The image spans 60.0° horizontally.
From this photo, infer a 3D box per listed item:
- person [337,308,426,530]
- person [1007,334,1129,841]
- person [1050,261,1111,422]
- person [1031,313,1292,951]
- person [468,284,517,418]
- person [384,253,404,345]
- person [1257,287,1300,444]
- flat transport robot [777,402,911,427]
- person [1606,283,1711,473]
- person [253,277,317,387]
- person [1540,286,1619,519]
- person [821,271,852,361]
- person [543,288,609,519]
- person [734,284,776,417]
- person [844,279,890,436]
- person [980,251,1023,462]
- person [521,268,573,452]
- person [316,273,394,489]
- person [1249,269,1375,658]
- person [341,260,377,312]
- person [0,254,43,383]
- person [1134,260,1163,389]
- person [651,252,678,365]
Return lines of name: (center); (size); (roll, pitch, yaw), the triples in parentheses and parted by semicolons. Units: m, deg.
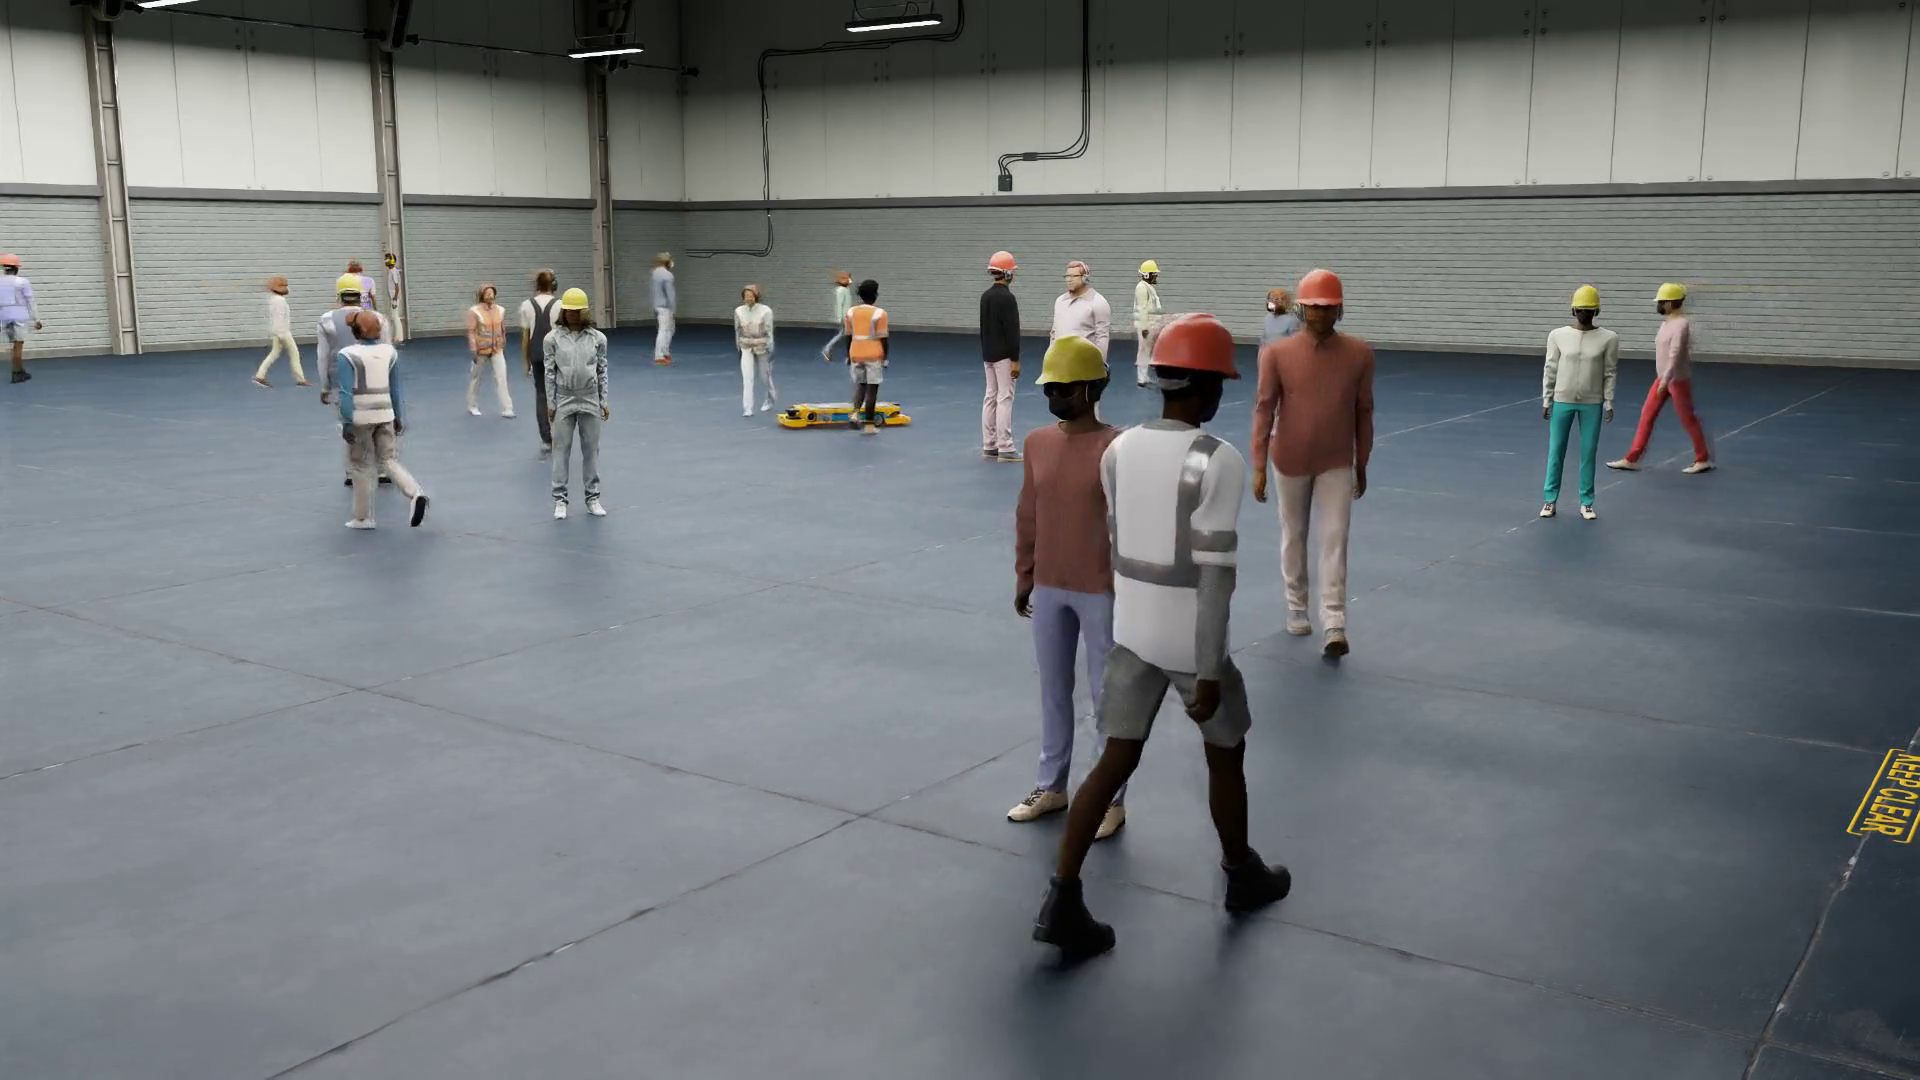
person: (-4.196, -0.856, 11.968); (0.643, 1.619, 0.521); (6, 12, 31)
person: (0.400, 0.169, 5.816); (0.533, 1.767, 0.326); (8, 13, 39)
person: (1.083, -1.638, 15.542); (0.641, 1.908, 0.407); (9, 13, 41)
person: (0.602, 0.273, 4.930); (1.024, 1.882, 0.556); (-9, 13, -40)
person: (-5.672, -2.262, 19.918); (0.534, 1.592, 0.871); (-9, 14, -43)
person: (-11.579, -4.909, 33.963); (0.314, 1.869, 0.535); (-4, 11, -23)
person: (3.272, -1.788, 17.159); (0.357, 1.622, 0.524); (-8, 13, -37)
flat transport robot: (-1.328, -1.444, 19.033); (1.431, 0.197, 0.652); (-3, 10, -16)
person: (6.414, -1.452, 15.022); (0.907, 1.720, 0.532); (0, 10, -1)
person: (-9.845, -3.002, 24.052); (0.832, 1.597, 0.510); (-6, 12, -29)
person: (4.666, -1.030, 12.551); (0.523, 1.760, 0.328); (3, 11, 18)
person: (-2.073, -3.921, 29.172); (0.756, 1.604, 0.507); (1, 10, 8)
person: (-2.895, -1.033, 12.617); (0.487, 1.741, 0.313); (-4, 11, -23)
person: (-2.460, -2.314, 20.203); (0.522, 1.593, 0.796); (2, 10, 11)
person: (-0.985, -1.972, 18.013); (0.546, 1.686, 0.372); (5, 11, 27)
person: (0.404, -1.745, 15.886); (0.375, 1.997, 0.608); (-5, 11, -27)
person: (-4.107, -1.793, 16.628); (0.518, 1.833, 0.453); (0, 10, 1)
person: (-5.099, -1.339, 14.118); (0.651, 1.819, 0.403); (-4, 11, -19)
person: (1.798, -0.397, 8.492); (0.641, 1.932, 1.039); (1, 10, 5)
person: (-10.074, -3.783, 27.874); (0.579, 1.801, 0.973); (-2, 10, -13)
person: (-14.111, -3.323, 24.977); (0.555, 1.907, 0.808); (1, 10, 4)
person: (2.690, -3.077, 23.807); (0.404, 1.832, 0.600); (2, 10, 13)
person: (-4.998, -3.945, 28.408); (0.596, 1.917, 0.656); (-7, 12, -32)
